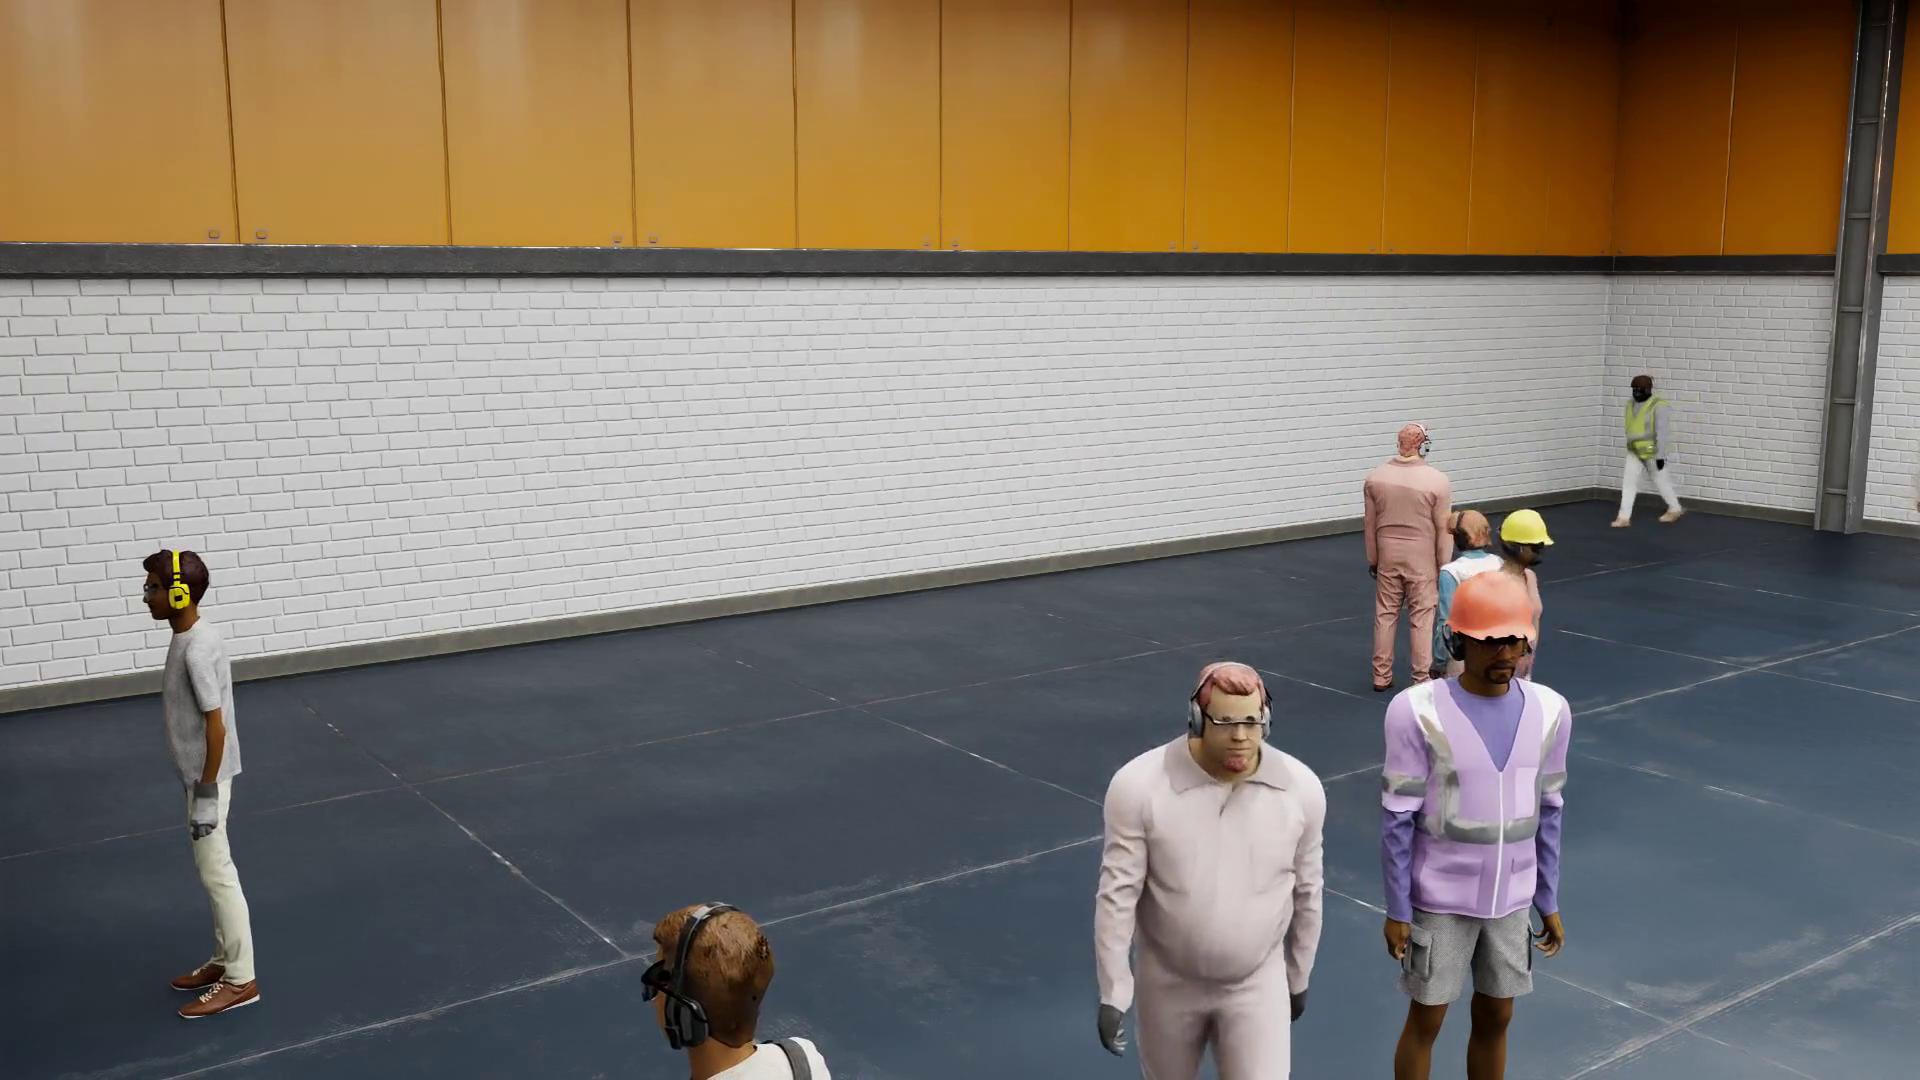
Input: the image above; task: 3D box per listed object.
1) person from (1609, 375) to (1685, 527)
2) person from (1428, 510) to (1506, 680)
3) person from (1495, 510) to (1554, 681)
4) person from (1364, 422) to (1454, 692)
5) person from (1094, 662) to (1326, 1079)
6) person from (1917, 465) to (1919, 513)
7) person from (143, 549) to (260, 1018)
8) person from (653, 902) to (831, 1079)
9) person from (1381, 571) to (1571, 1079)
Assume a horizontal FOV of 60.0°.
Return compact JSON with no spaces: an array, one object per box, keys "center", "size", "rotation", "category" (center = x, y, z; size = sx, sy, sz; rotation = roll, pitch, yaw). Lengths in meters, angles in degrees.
[{"center":[7.997,-1.027,19.188],"size":[0.969,1.782,0.633],"rotation":[-4,10,-24],"category":"person"},{"center":[2.824,0.642,9.262],"size":[0.513,1.640,0.309],"rotation":[-6,11,-34],"category":"person"},{"center":[2.774,0.692,8.647],"size":[0.645,1.750,0.527],"rotation":[7,12,39],"category":"person"},{"center":[3.122,0.139,11.542],"size":[0.642,1.909,0.408],"rotation":[7,12,39],"category":"person"},{"center":[0.712,1.273,4.694],"size":[0.667,1.864,0.958],"rotation":[0,9,2],"category":"person"},{"center":[8.941,-0.392,14.964],"size":[0.643,1.883,0.967],"rotation":[4,10,22],"category":"person"},{"center":[-3.029,0.956,6.615],"size":[0.319,1.870,0.521],"rotation":[-5,10,-27],"category":"person"},{"center":[-0.424,1.548,3.038],"size":[0.332,1.844,0.517],"rotation":[4,10,24],"category":"person"},{"center":[1.608,1.101,5.184],"size":[0.608,2.044,0.370],"rotation":[-2,9,-11],"category":"person"}]
